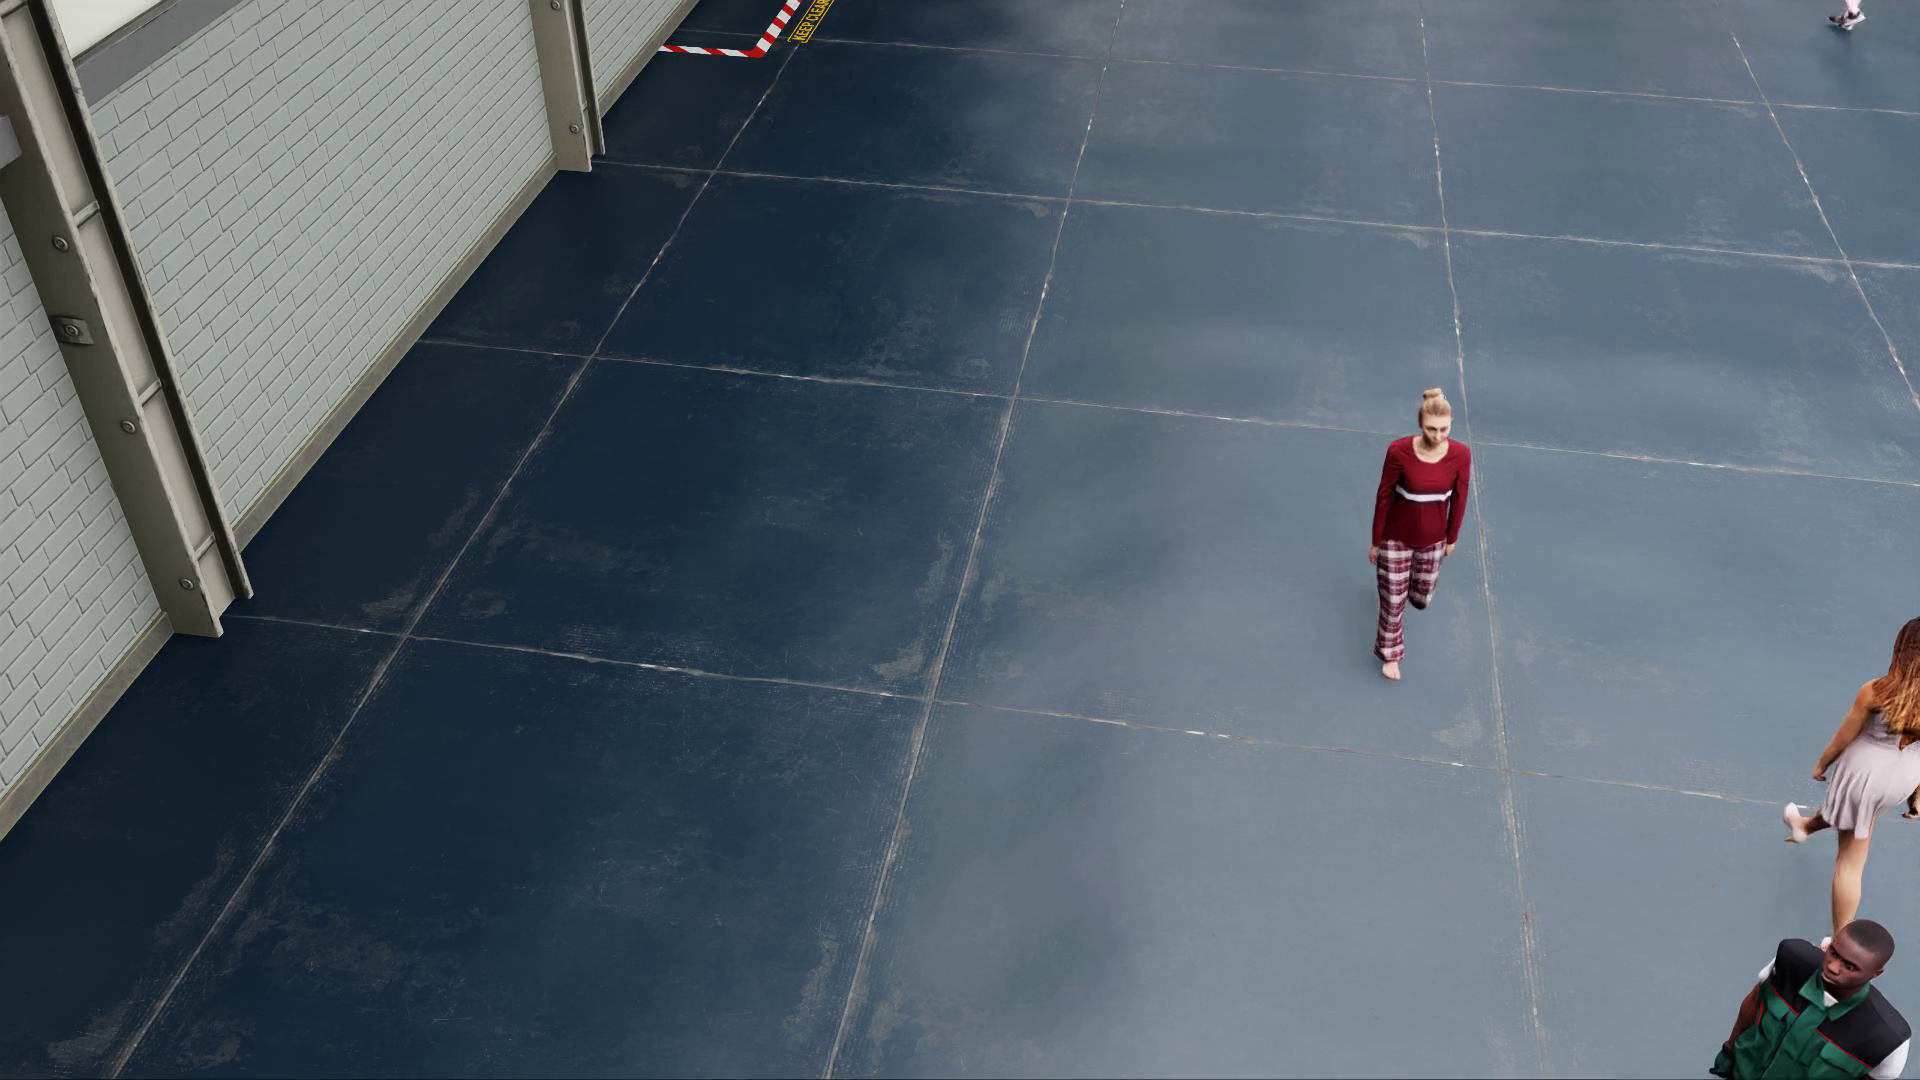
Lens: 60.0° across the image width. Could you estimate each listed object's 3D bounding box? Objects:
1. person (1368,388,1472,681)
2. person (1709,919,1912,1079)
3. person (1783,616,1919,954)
[{"bbox_3d":[2.361,-0.057,8.721,0.691,1.680,0.851,1,38,2],"label":"person"},{"bbox_3d":[2.970,1.981,5.986,0.841,1.839,0.774,-22,43,-25],"label":"person"},{"bbox_3d":[3.935,1.150,7.150,0.595,1.715,1.159,5,38,6],"label":"person"}]
